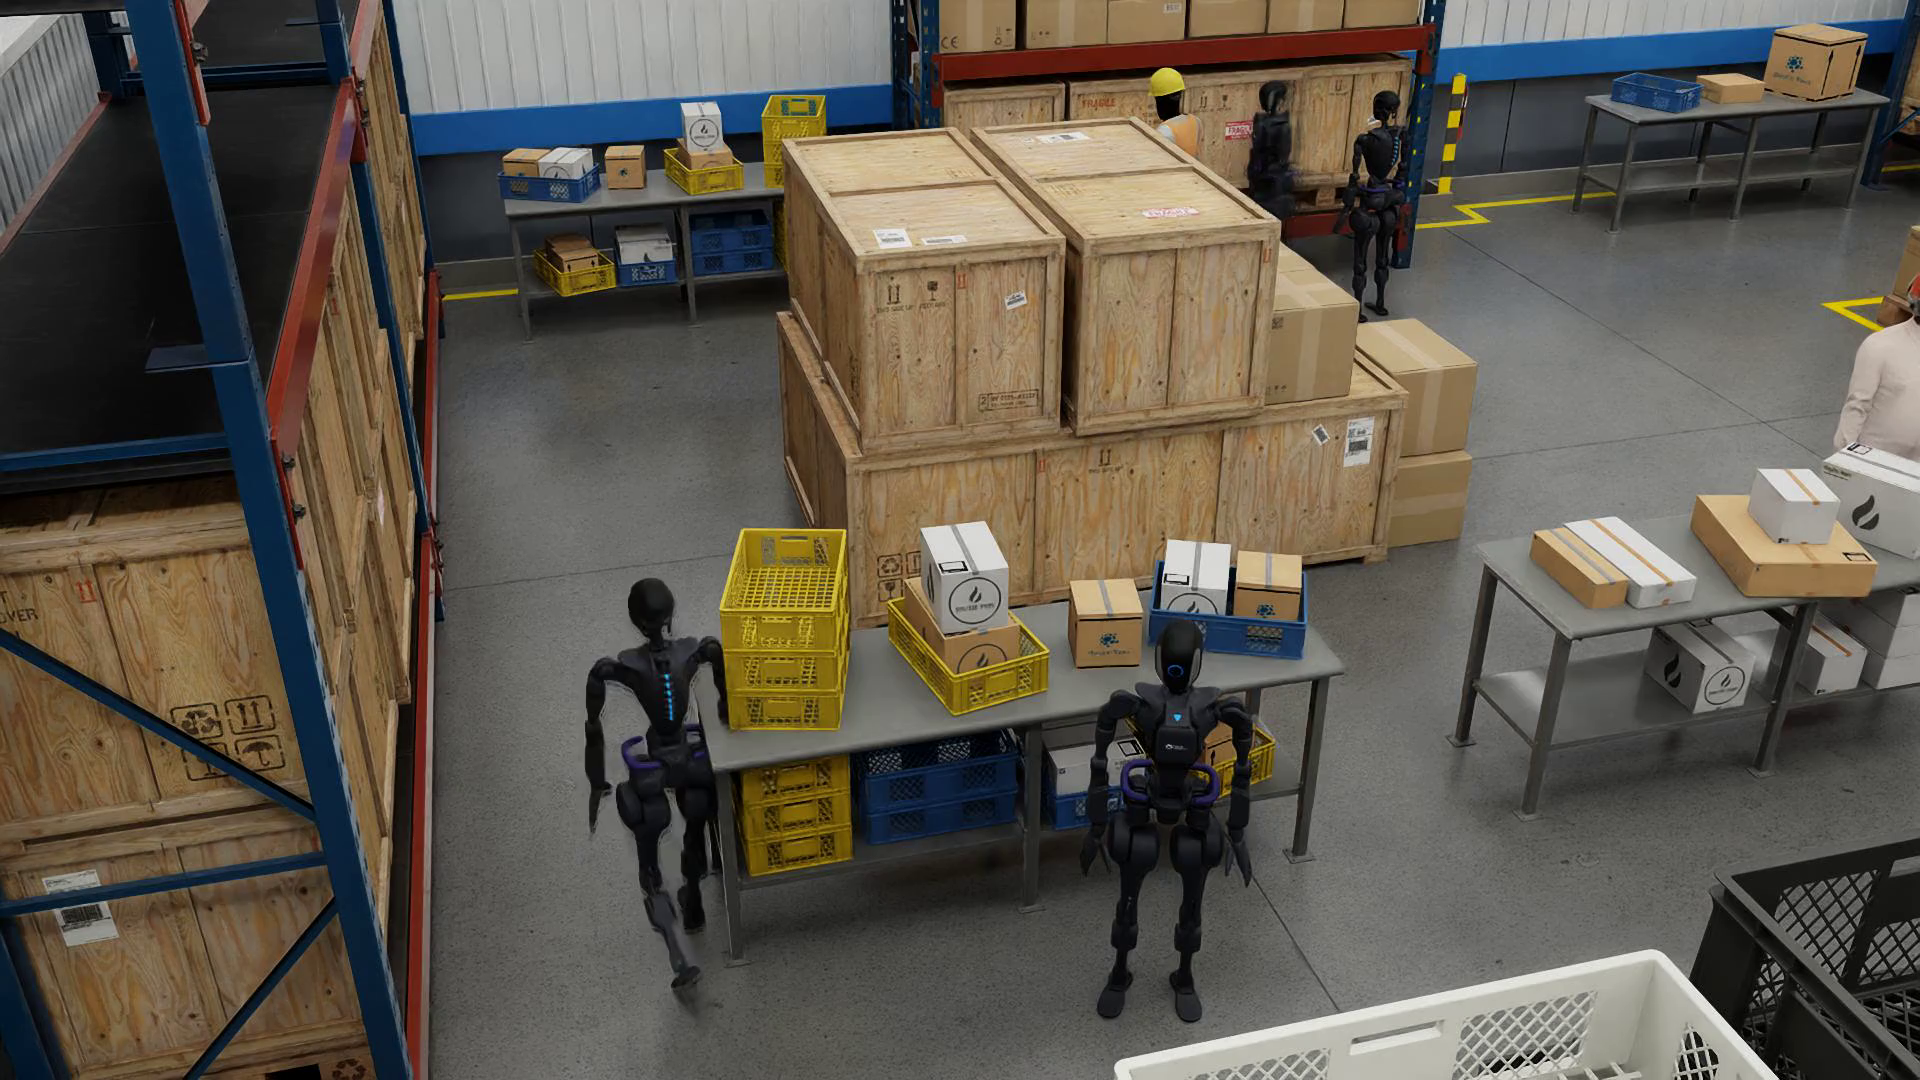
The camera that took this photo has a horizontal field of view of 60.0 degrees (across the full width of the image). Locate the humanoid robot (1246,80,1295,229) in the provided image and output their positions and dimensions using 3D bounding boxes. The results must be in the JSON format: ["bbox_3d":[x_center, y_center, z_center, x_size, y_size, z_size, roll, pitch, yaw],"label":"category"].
[{"bbox_3d":[2.365,-2.628,12.442,0.624,1.634,0.581,-12,31,-20],"label":"humanoid robot"}]

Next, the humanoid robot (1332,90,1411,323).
[{"bbox_3d":[2.991,-2.416,12.028,0.603,1.657,0.318,-17,33,-29],"label":"humanoid robot"}]

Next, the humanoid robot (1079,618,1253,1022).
[{"bbox_3d":[0.728,1.004,5.821,0.608,1.657,0.312,2,29,4],"label":"humanoid robot"}]

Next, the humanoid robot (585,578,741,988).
[{"bbox_3d":[-1.065,0.879,6.087,0.594,1.642,0.633,-12,31,-20],"label":"humanoid robot"}]

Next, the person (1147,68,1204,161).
[{"bbox_3d":[1.430,-2.320,11.621,0.378,1.916,0.585,21,35,33],"label":"person"}]

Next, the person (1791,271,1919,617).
[{"bbox_3d":[4.517,-0.414,8.080,0.610,1.994,0.392,-7,30,-13],"label":"person"}]
